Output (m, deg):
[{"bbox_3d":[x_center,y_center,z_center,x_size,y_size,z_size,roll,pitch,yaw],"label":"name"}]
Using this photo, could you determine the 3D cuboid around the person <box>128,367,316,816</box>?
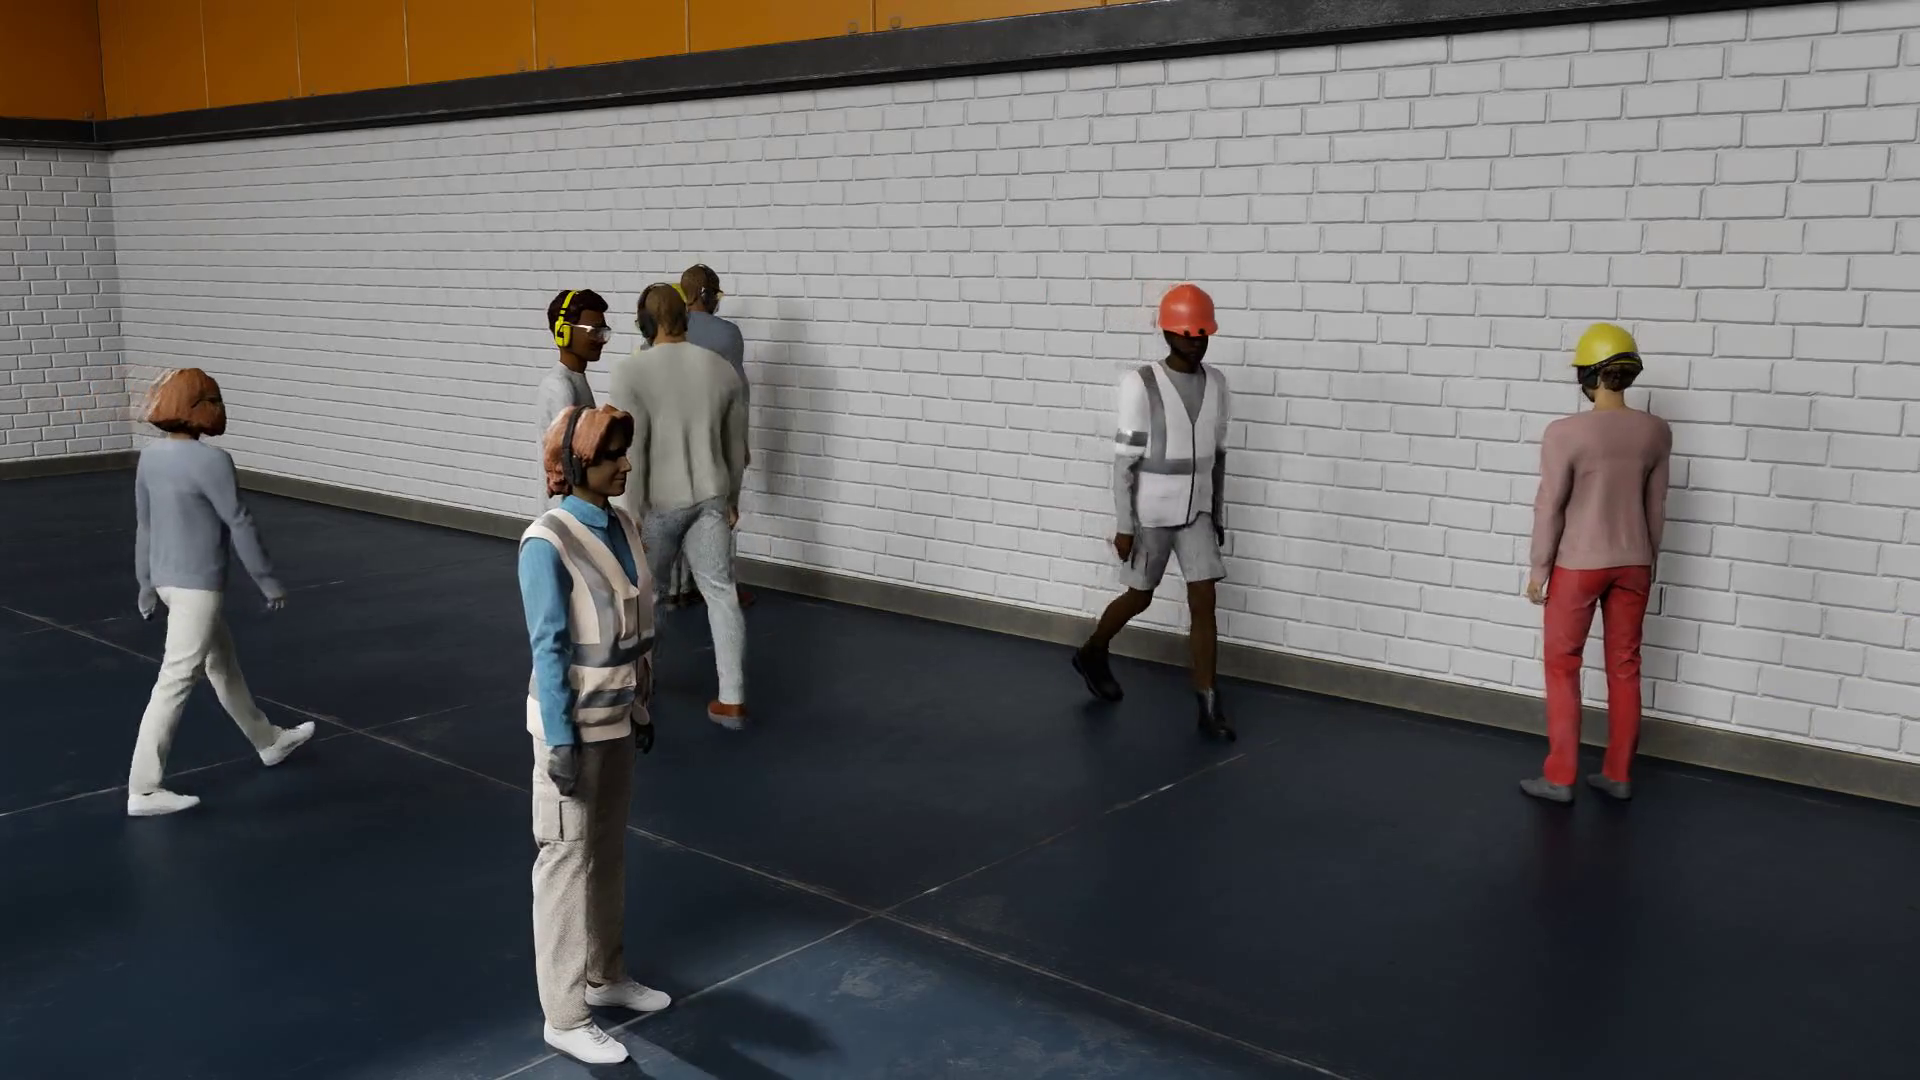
[{"bbox_3d":[-2.757,0.167,6.123,0.517,1.588,0.865,7,12,36],"label":"person"}]

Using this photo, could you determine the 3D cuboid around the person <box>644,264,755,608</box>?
[{"bbox_3d":[-1.447,-0.564,9.301,0.627,1.935,0.371,4,11,23],"label":"person"}]

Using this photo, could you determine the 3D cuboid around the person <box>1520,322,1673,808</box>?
[{"bbox_3d":[2.318,0.092,6.064,0.527,1.758,0.336,-2,10,-13],"label":"person"}]

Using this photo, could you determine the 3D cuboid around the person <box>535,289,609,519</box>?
[{"bbox_3d":[-1.500,-0.041,6.525,0.317,1.862,0.523,-2,10,-14],"label":"person"}]

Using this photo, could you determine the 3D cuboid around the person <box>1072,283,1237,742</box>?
[{"bbox_3d":[0.858,-0.147,7.086,0.592,1.891,0.941,-5,11,-26],"label":"person"}]

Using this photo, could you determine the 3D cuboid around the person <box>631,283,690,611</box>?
[{"bbox_3d":[-1.557,-0.519,9.335,0.594,1.828,0.403,-4,11,-20],"label":"person"}]

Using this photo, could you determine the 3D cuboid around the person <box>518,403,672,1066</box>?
[{"bbox_3d":[-0.929,0.476,4.214,0.311,1.639,0.512,2,10,12],"label":"person"}]

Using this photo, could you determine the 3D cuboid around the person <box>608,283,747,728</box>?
[{"bbox_3d":[-1.232,-0.167,7.217,0.665,1.869,1.070,-7,12,-36],"label":"person"}]
